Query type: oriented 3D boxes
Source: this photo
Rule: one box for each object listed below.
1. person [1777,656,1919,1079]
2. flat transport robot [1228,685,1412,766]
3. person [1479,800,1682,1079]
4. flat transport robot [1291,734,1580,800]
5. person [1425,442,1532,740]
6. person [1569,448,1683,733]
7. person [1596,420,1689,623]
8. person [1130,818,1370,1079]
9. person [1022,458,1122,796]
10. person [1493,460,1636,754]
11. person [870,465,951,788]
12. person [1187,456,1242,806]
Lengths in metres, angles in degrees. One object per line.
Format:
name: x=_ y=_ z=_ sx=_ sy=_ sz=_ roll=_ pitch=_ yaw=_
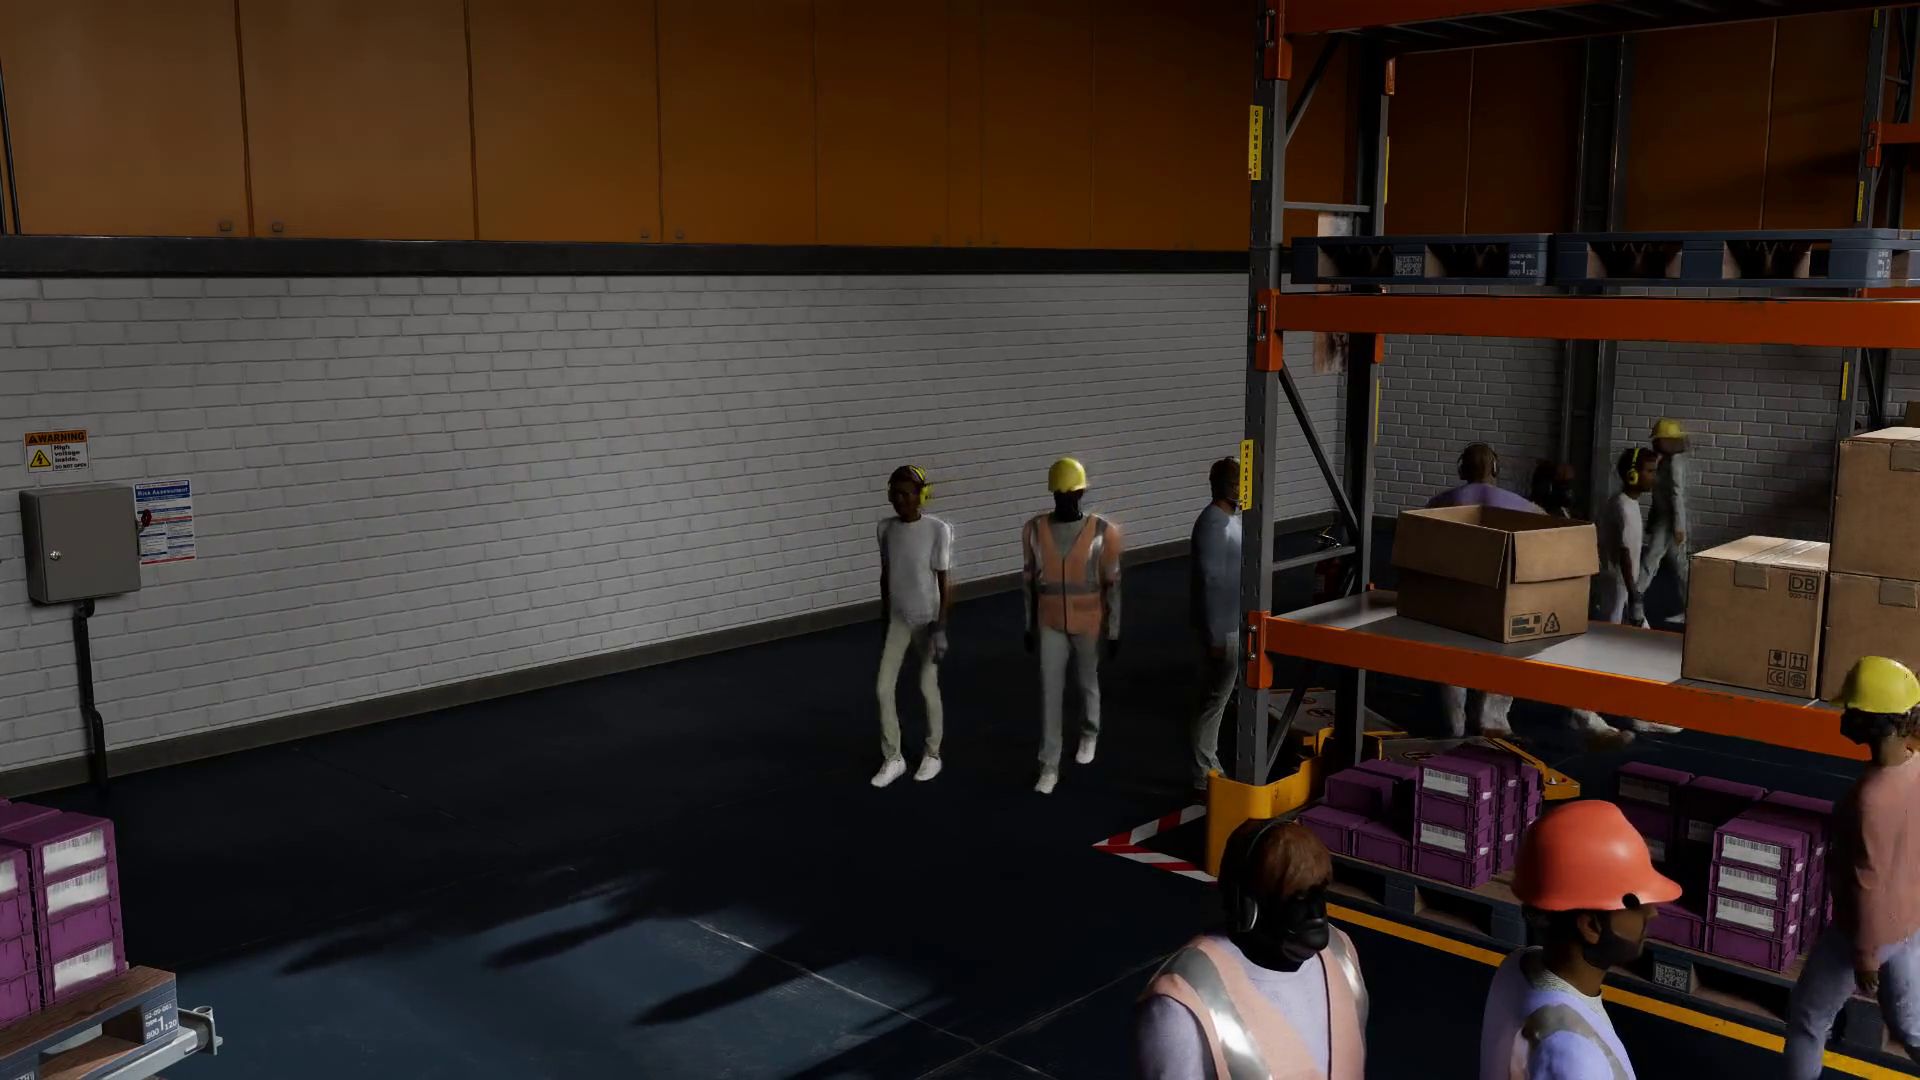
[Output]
person: x=2.972 y=1.224 z=5.327 sx=0.520 sy=1.733 sz=0.858 roll=-9 pitch=13 yaw=-43
flat transport robot: x=2.214 y=1.143 z=10.315 sx=0.652 sy=0.197 sz=1.431 roll=-2 pitch=9 yaw=-10
person: x=1.190 y=1.456 z=3.289 sx=0.347 sy=1.943 sz=0.544 roll=1 pitch=9 yaw=6
flat transport robot: x=2.665 y=1.299 z=9.360 sx=1.431 sy=0.197 sz=0.652 roll=-2 pitch=9 yaw=-10
person: x=3.128 y=0.366 z=10.080 sx=0.695 sy=1.904 sz=0.542 roll=5 pitch=11 yaw=28
person: x=4.255 y=0.342 z=10.436 sx=0.804 sy=1.836 sz=0.553 roll=4 pitch=10 yaw=25
person: x=5.766 y=-0.140 z=13.802 sx=0.868 sy=1.699 sz=0.516 roll=3 pitch=10 yaw=16
person: x=0.638 y=1.470 z=3.506 sx=0.633 sy=1.842 sz=0.429 roll=-8 pitch=12 yaw=-41
person: x=0.646 y=0.454 z=9.641 sx=0.599 sy=1.885 sz=0.969 roll=3 pitch=10 yaw=15
person: x=3.598 y=0.428 z=10.023 sx=0.653 sy=1.796 sz=0.931 roll=-9 pitch=13 yaw=-44
person: x=-0.278 y=0.500 z=9.457 sx=0.534 sy=1.848 sz=0.676 roll=4 pitch=10 yaw=24
person: x=1.437 y=0.497 z=9.177 sx=0.355 sy=1.936 sz=0.637 roll=2 pitch=10 yaw=13
